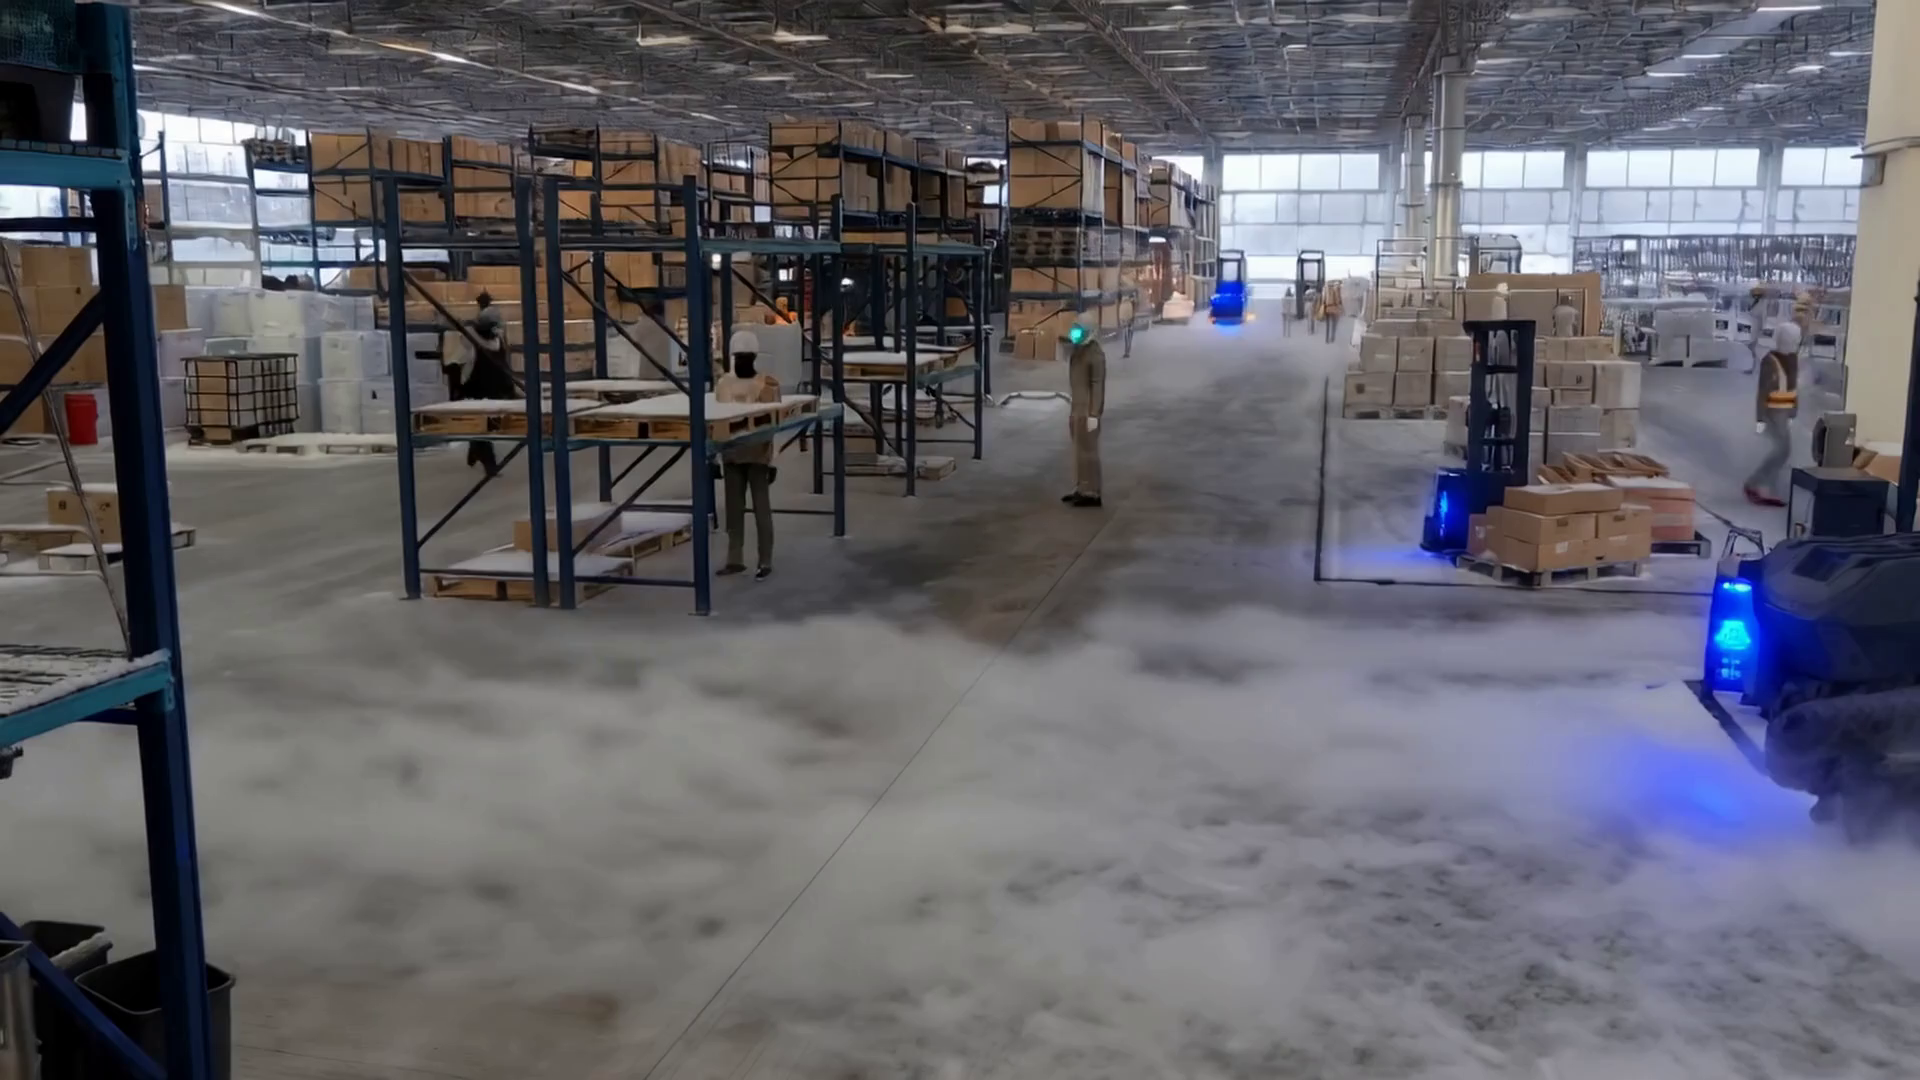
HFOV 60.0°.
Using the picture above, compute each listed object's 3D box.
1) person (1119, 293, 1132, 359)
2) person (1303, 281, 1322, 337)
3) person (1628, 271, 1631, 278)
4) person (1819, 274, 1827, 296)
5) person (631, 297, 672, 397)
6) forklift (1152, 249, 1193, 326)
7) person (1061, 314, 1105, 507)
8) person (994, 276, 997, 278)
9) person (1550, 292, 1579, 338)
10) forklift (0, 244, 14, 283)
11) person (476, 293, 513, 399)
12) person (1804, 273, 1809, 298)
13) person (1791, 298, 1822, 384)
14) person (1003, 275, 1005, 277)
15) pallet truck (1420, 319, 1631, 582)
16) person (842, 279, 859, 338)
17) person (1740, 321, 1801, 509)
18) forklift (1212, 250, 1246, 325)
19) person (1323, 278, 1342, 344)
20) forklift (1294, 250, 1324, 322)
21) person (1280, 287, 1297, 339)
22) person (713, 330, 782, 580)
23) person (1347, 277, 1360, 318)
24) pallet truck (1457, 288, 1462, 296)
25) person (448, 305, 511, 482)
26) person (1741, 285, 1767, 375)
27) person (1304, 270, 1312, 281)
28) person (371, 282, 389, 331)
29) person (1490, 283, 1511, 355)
[{"bbox_3d":[4.117,-5.327,41.422,0.310,1.638,0.523,1,10,4],"label":"person"},{"bbox_3d":[11.228,-7.367,53.043,0.595,1.807,0.842,2,10,9],"label":"person"},{"bbox_3d":[32.087,-11.997,80.004,1.002,1.959,0.601,-1,10,-6],"label":"person"},{"bbox_3d":[41.438,-11.876,79.797,0.874,1.784,0.611,2,10,12],"label":"person"},{"bbox_3d":[-4.546,-2.608,24.493,0.638,1.924,0.747,1,10,7],"label":"person"},{"bbox_3d":[7.646,-9.320,61.395,1.873,2.768,1.129,2,10,11],"label":"forklift"},{"bbox_3d":[1.229,-1.291,16.701,0.427,1.929,0.685,-4,10,-21],"label":"person"},{"bbox_3d":[1.930,-13.743,90.994,0.581,1.731,0.646,0,10,3],"label":"person"},{"bbox_3d":[11.281,-3.692,31.061,0.534,1.868,0.310,5,11,25],"label":"person"},{"bbox_3d":[-21.751,-5.289,37.525,1.873,2.768,1.129,2,10,12],"label":"forklift"},{"bbox_3d":[-7.799,-3.142,27.640,0.505,1.926,0.650,2,10,12],"label":"person"},{"bbox_3d":[40.832,-11.958,80.196,0.819,1.815,0.574,2,10,14],"label":"person"},{"bbox_3d":[16.700,-3.945,33.008,0.927,1.721,0.534,3,10,18],"label":"person"},{"bbox_3d":[2.412,-13.355,88.450,0.599,1.812,0.708,5,11,26],"label":"person"},{"bbox_3d":[4.543,-0.757,13.299,0.823,1.965,1.885,-4,10,-22],"label":"pallet truck"},{"bbox_3d":[-2.833,-5.531,41.607,0.622,1.981,0.406,-3,10,-16],"label":"person"},{"bbox_3d":[8.112,-1.223,16.455,0.584,1.871,0.404,-9,13,-42],"label":"person"},{"bbox_3d":[10.091,-9.454,62.186,1.129,2.768,1.873,3,10,15],"label":"forklift"},{"bbox_3d":[10.955,-6.732,48.905,0.553,1.922,0.399,2,10,12],"label":"person"},{"bbox_3d":[13.778,-10.002,65.433,1.129,2.768,1.873,2,10,12],"label":"forklift"},{"bbox_3d":[10.169,-7.010,51.472,0.504,1.618,0.651,1,10,8],"label":"person"},{"bbox_3d":[-1.659,-0.654,12.889,0.590,1.930,0.358,4,10,20],"label":"person"},{"bbox_3d":[16.455,-10.124,69.506,0.526,1.750,0.458,-2,10,-11],"label":"person"},{"bbox_3d":[20.506,-9.785,68.819,0.653,1.274,1.630,2,10,12],"label":"pallet truck"},{"bbox_3d":[-5.425,-1.697,18.739,0.951,2.000,0.721,7,12,37],"label":"person"},{"bbox_3d":[17.076,-4.476,35.550,0.499,1.918,0.560,5,11,25],"label":"person"},{"bbox_3d":[18.455,-13.341,88.069,0.617,1.922,0.895,-8,12,-38],"label":"person"},{"bbox_3d":[-14.528,-5.551,41.954,0.587,1.911,0.397,-5,11,-27],"label":"person"},{"bbox_3d":[12.850,-5.107,39.296,0.555,1.909,0.781,-7,12,-35],"label":"person"}]
